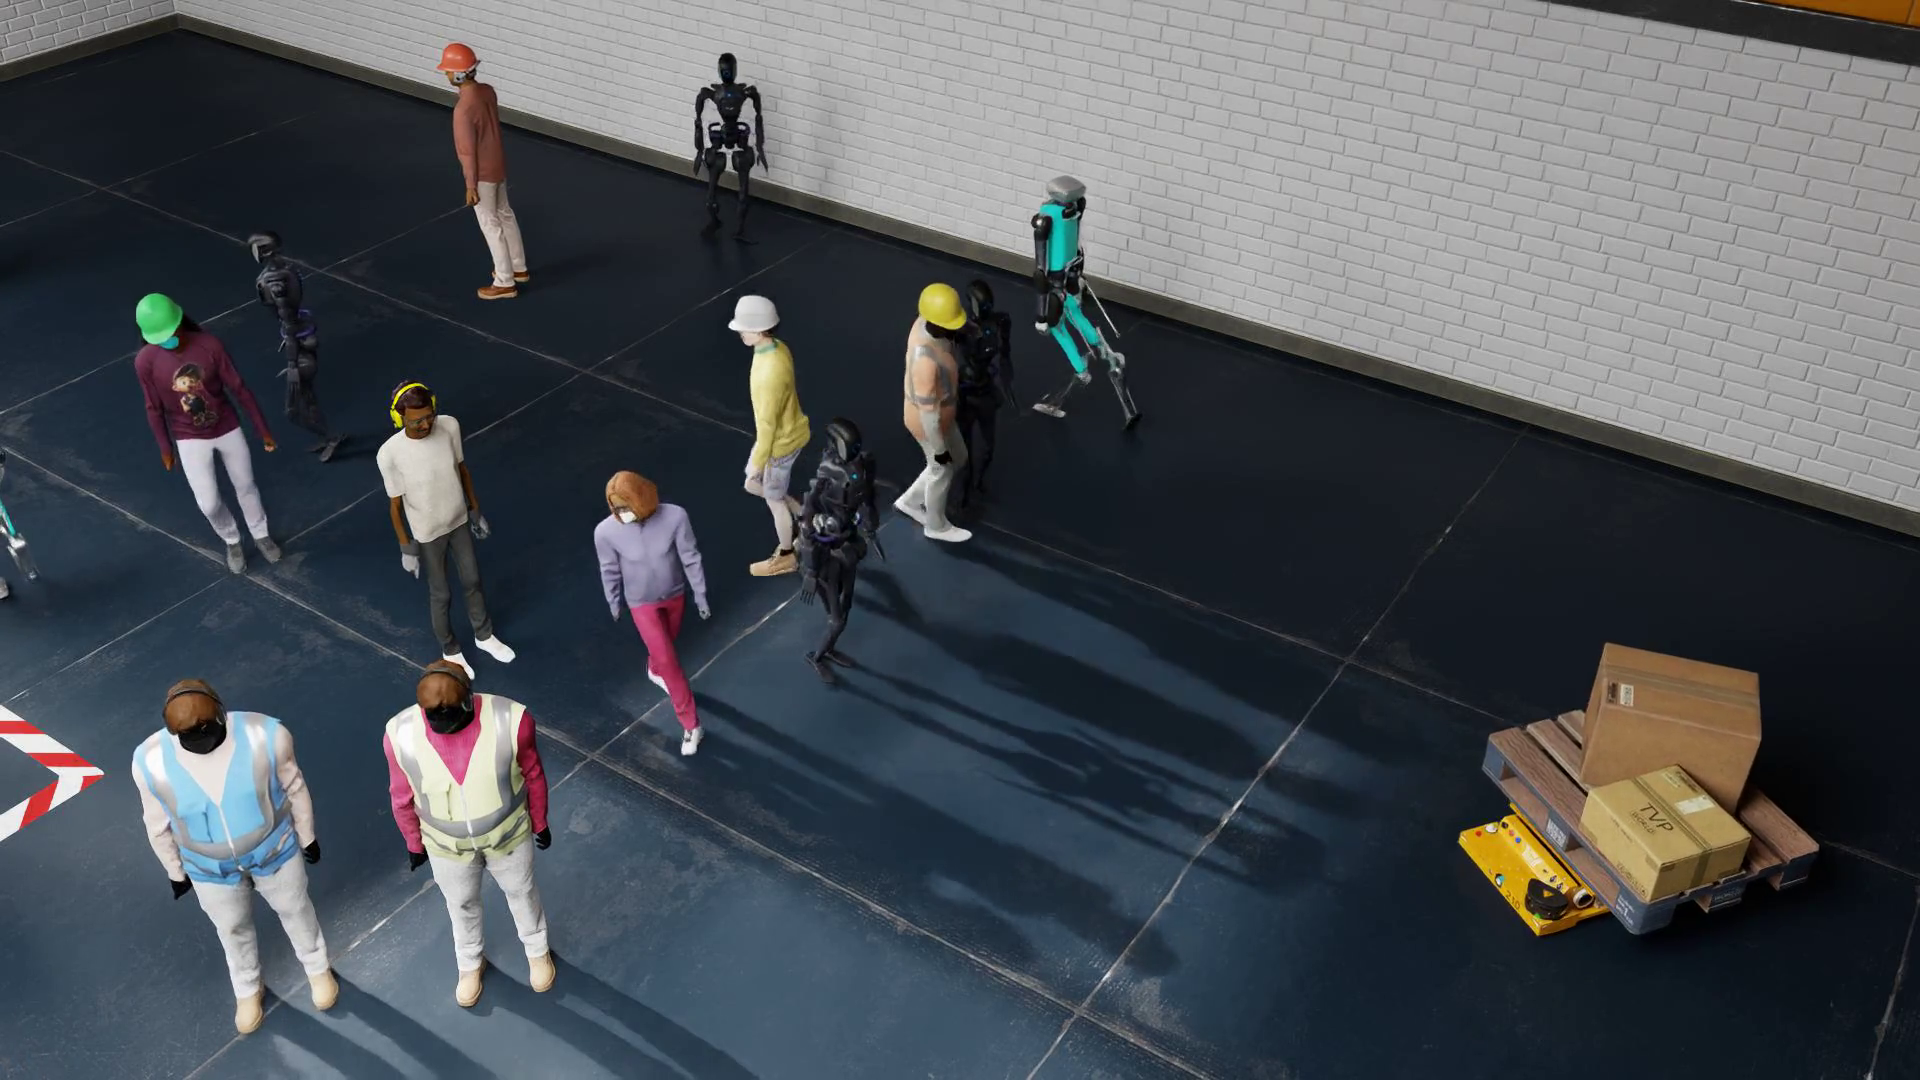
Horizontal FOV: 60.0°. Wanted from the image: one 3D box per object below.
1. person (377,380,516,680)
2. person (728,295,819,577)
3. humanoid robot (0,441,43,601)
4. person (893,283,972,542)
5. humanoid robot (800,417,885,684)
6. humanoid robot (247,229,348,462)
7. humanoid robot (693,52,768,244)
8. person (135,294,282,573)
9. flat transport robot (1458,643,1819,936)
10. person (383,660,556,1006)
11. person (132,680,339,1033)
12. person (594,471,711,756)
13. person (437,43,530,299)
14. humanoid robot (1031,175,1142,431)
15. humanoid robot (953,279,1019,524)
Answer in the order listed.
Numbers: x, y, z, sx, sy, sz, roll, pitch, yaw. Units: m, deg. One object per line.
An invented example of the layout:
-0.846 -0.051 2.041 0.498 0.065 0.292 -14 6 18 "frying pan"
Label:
-2.777 -0.045 8.953 0.353 1.852 0.516 25 42 31 "person"
-1.074 -0.582 9.705 0.452 1.872 0.472 -6 35 -9 "person"
-5.673 -0.336 9.489 0.547 1.830 0.661 -23 41 -30 "humanoid robot"
-0.141 -0.719 9.876 0.414 1.885 0.650 1 35 2 "person"
-0.667 0.045 8.984 0.367 1.642 0.590 25 42 31 "humanoid robot"
-4.334 -1.264 10.839 0.347 1.643 0.611 -13 37 -18 "humanoid robot"
-1.896 -3.209 13.628 0.616 1.643 0.448 -7 36 -10 "humanoid robot"
-4.371 -0.629 9.731 0.615 1.910 0.513 -21 40 -27 "person"
3.251 1.472 8.160 1.431 0.231 0.659 -12 37 -16 "flat transport robot"
-2.061 1.251 7.106 0.632 1.839 0.429 -8 36 -11 "person"
-3.025 1.322 7.005 0.632 1.839 0.429 -13 37 -18 "person"
-1.578 0.317 8.655 0.498 1.577 0.774 -18 39 -24 "person"
-3.692 -2.849 12.840 0.399 1.987 0.608 4 35 6 "person"
0.927 -1.507 11.152 0.921 1.785 0.546 22 40 28 "humanoid robot"
0.089 -0.898 10.330 0.610 1.643 0.409 -24 42 -31 "humanoid robot"
